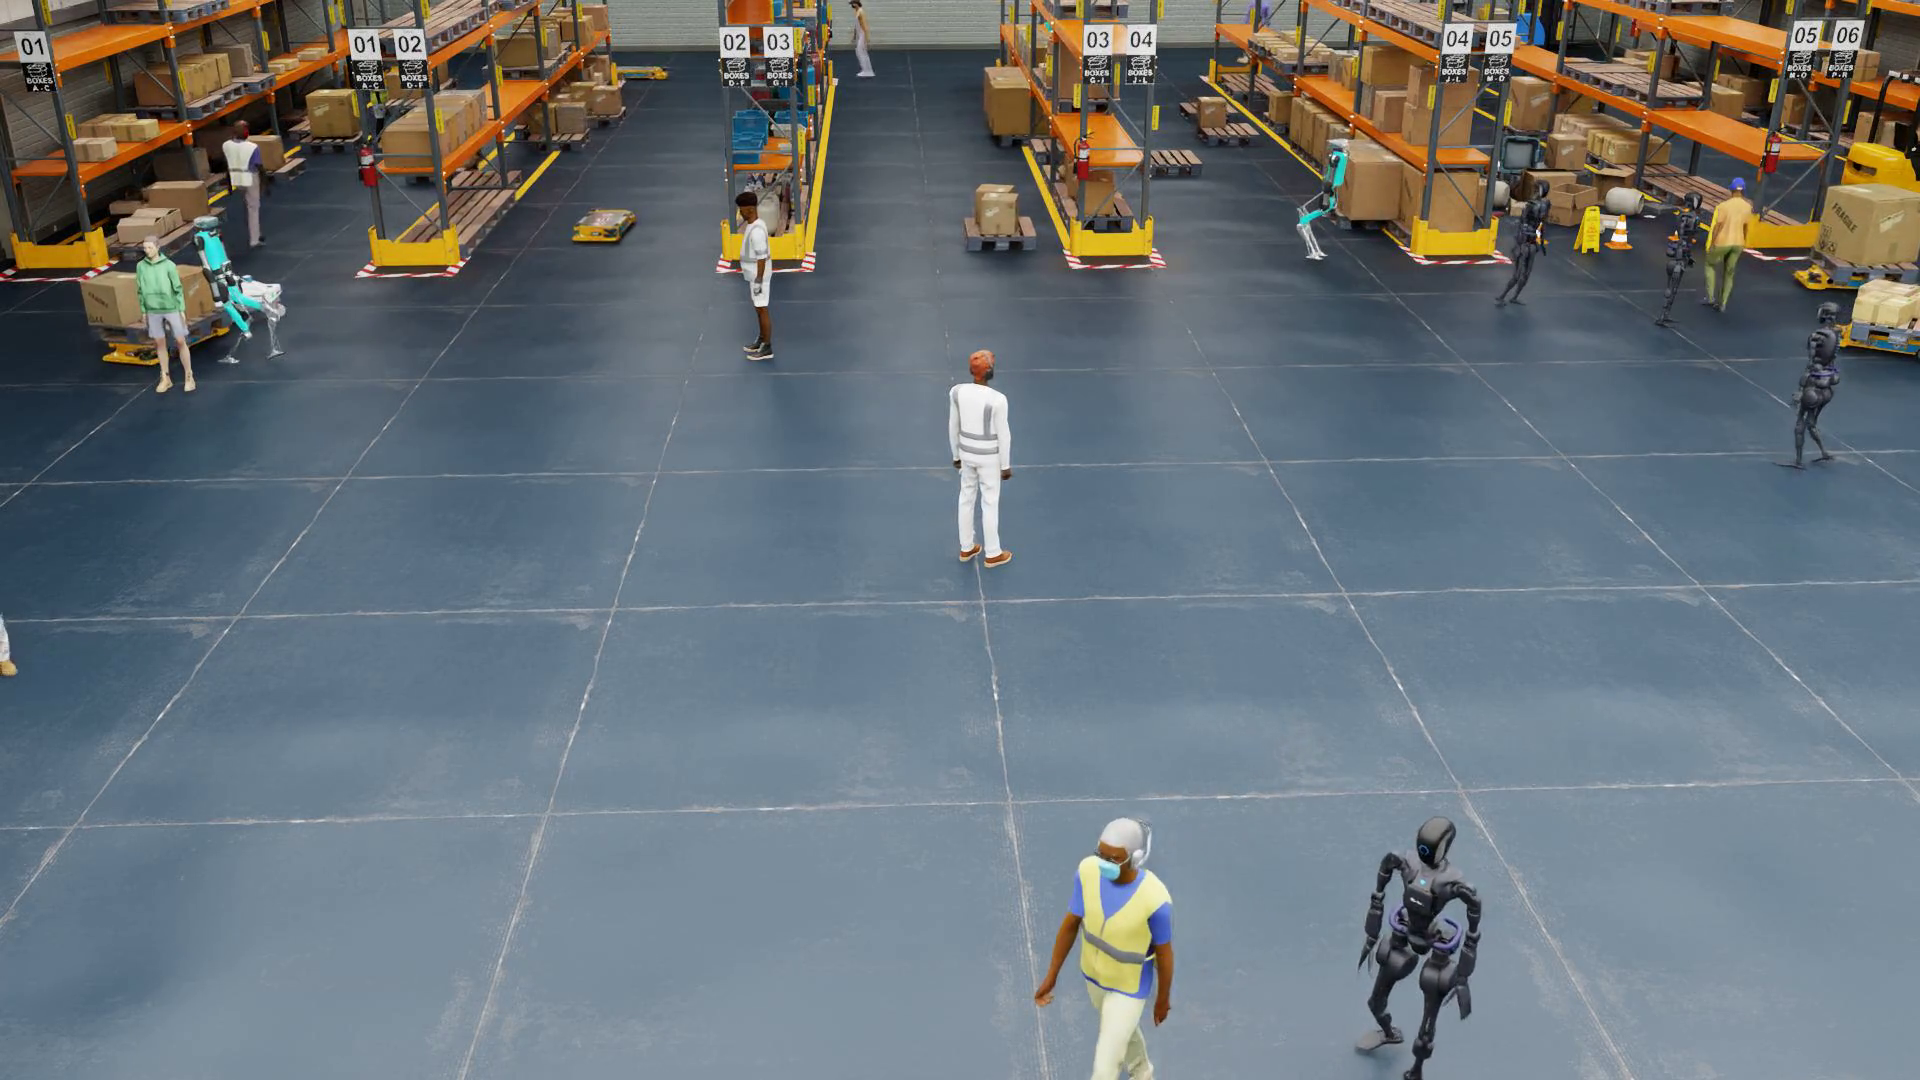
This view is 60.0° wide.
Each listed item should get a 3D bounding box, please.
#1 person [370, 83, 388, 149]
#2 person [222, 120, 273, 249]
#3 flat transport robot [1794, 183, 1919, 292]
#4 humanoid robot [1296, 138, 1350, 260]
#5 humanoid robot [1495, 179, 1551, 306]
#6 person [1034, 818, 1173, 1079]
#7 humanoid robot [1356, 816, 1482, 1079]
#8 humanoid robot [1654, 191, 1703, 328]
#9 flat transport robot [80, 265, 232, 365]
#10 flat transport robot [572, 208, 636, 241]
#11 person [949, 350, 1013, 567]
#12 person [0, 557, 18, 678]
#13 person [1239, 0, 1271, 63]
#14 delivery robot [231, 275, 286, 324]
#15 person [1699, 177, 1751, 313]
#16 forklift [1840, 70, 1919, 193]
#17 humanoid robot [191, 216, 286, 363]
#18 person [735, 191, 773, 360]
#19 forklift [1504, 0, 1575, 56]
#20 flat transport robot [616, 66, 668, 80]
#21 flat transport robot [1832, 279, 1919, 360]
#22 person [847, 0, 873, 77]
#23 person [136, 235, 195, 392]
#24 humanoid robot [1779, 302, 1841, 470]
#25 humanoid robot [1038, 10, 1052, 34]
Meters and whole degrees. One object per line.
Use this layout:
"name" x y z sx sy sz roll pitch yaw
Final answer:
"person" -10.847 -8.184 31.103 0.318 1.694 0.538 -5 25 -12
"person" -10.301 -5.186 24.212 0.606 1.818 0.696 6 25 13
"flat transport robot" 12.083 -3.512 22.364 1.431 0.231 0.659 4 24 9
"humanoid robot" 5.021 -4.791 23.306 0.741 1.688 0.531 13 27 27
"humanoid robot" 7.277 -3.819 21.339 0.594 1.641 0.409 -17 29 -33
"person" 0.671 2.117 7.788 0.509 1.838 1.010 22 32 40
"humanoid robot" 2.293 2.018 8.214 0.615 1.647 0.463 18 30 35
"humanoid robot" 8.910 -3.481 20.545 0.315 1.657 0.599 17 29 34
"flat transport robot" -9.466 -2.390 19.843 0.659 0.231 1.431 6 25 13
"flat transport robot" -5.383 -4.764 25.178 0.659 0.231 1.431 1 24 1
"person" 0.179 -0.684 14.026 0.572 1.883 0.358 16 29 32
"person" -7.492 0.068 12.396 0.563 1.840 1.013 -18 30 -35
"person" 7.355 -12.750 41.289 0.728 1.761 0.394 9 25 18
"delivery robot" -8.946 -3.017 20.922 0.815 0.614 0.499 -2 24 -4
"person" 9.723 -3.751 21.137 0.487 1.692 0.482 0 24 -1
"forklift" 15.132 -6.143 25.915 2.313 2.155 1.214 -1 24 -2
"humanoid robot" -8.188 -2.835 19.111 0.986 1.761 0.553 2 24 4
"person" -2.372 -3.073 19.302 0.388 1.959 0.603 -4 24 -9
"forklift" 14.700 -13.805 42.301 1.873 2.768 1.129 -1 24 -2
"flat transport robot" -7.627 -10.995 39.178 1.431 0.231 0.659 -1 24 -2
"flat transport robot" 11.172 -2.377 19.814 1.431 0.231 0.659 15 28 30
"person" -2.342 -11.874 39.250 0.603 1.814 0.554 -6 25 -12
"person" -8.728 -2.487 18.250 0.469 1.742 0.346 -3 24 -7
"humanoid robot" 8.313 -1.468 16.046 0.609 1.647 0.421 -18 30 -35
"humanoid robot" 2.333 -13.002 41.892 0.534 1.791 0.796 16 29 32
